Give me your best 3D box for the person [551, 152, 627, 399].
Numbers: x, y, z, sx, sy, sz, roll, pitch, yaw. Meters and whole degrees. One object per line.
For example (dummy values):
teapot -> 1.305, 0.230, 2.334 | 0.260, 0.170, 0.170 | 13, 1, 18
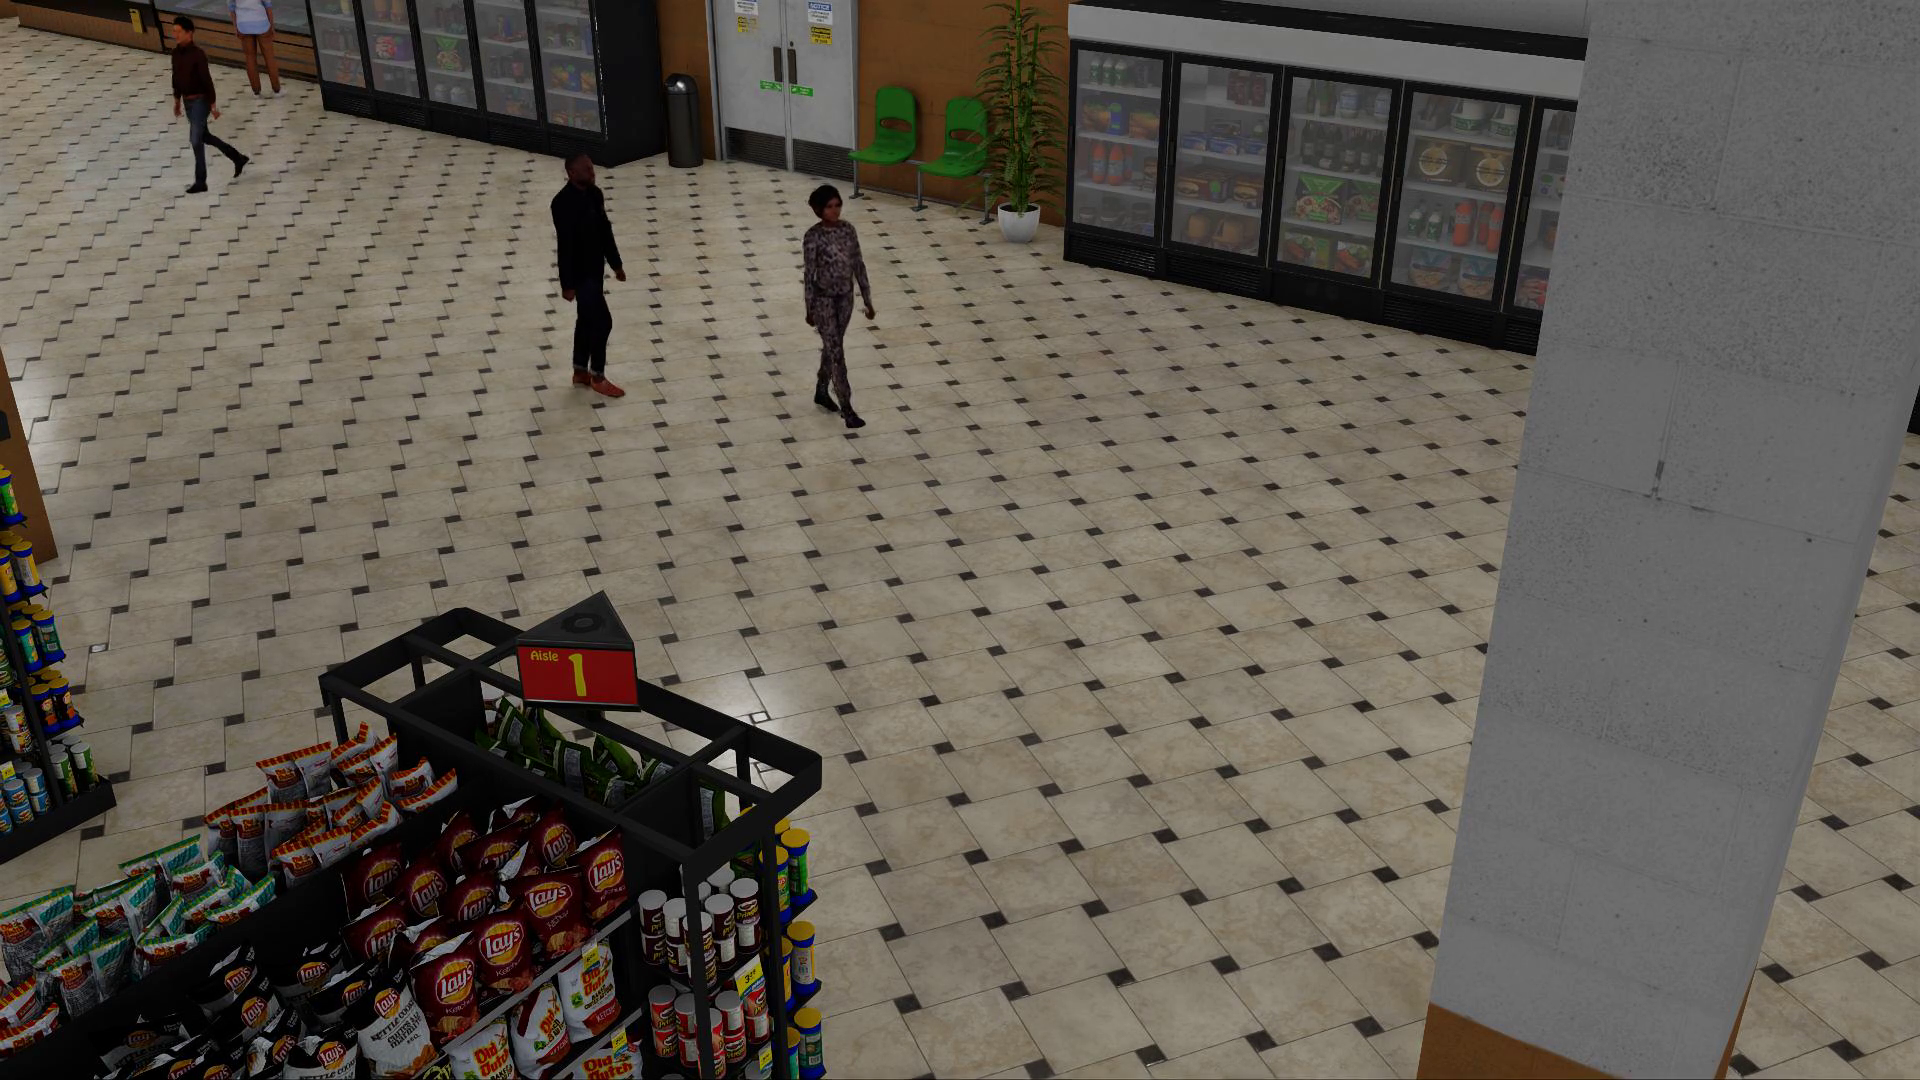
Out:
person -> -2.822, -1.946, 12.169 | 0.914, 1.801, 0.830 | 5, 27, 9

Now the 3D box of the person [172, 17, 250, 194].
person -> -7.885, -4.546, 17.352 | 0.659, 1.749, 1.091 | 16, 31, 29

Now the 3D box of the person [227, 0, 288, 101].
person -> -9.052, -6.573, 21.331 | 0.746, 1.767, 0.812 | -5, 27, -10

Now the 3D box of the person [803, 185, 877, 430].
person -> -0.937, -1.670, 11.755 | 1.043, 1.682, 0.878 | -19, 32, -32
